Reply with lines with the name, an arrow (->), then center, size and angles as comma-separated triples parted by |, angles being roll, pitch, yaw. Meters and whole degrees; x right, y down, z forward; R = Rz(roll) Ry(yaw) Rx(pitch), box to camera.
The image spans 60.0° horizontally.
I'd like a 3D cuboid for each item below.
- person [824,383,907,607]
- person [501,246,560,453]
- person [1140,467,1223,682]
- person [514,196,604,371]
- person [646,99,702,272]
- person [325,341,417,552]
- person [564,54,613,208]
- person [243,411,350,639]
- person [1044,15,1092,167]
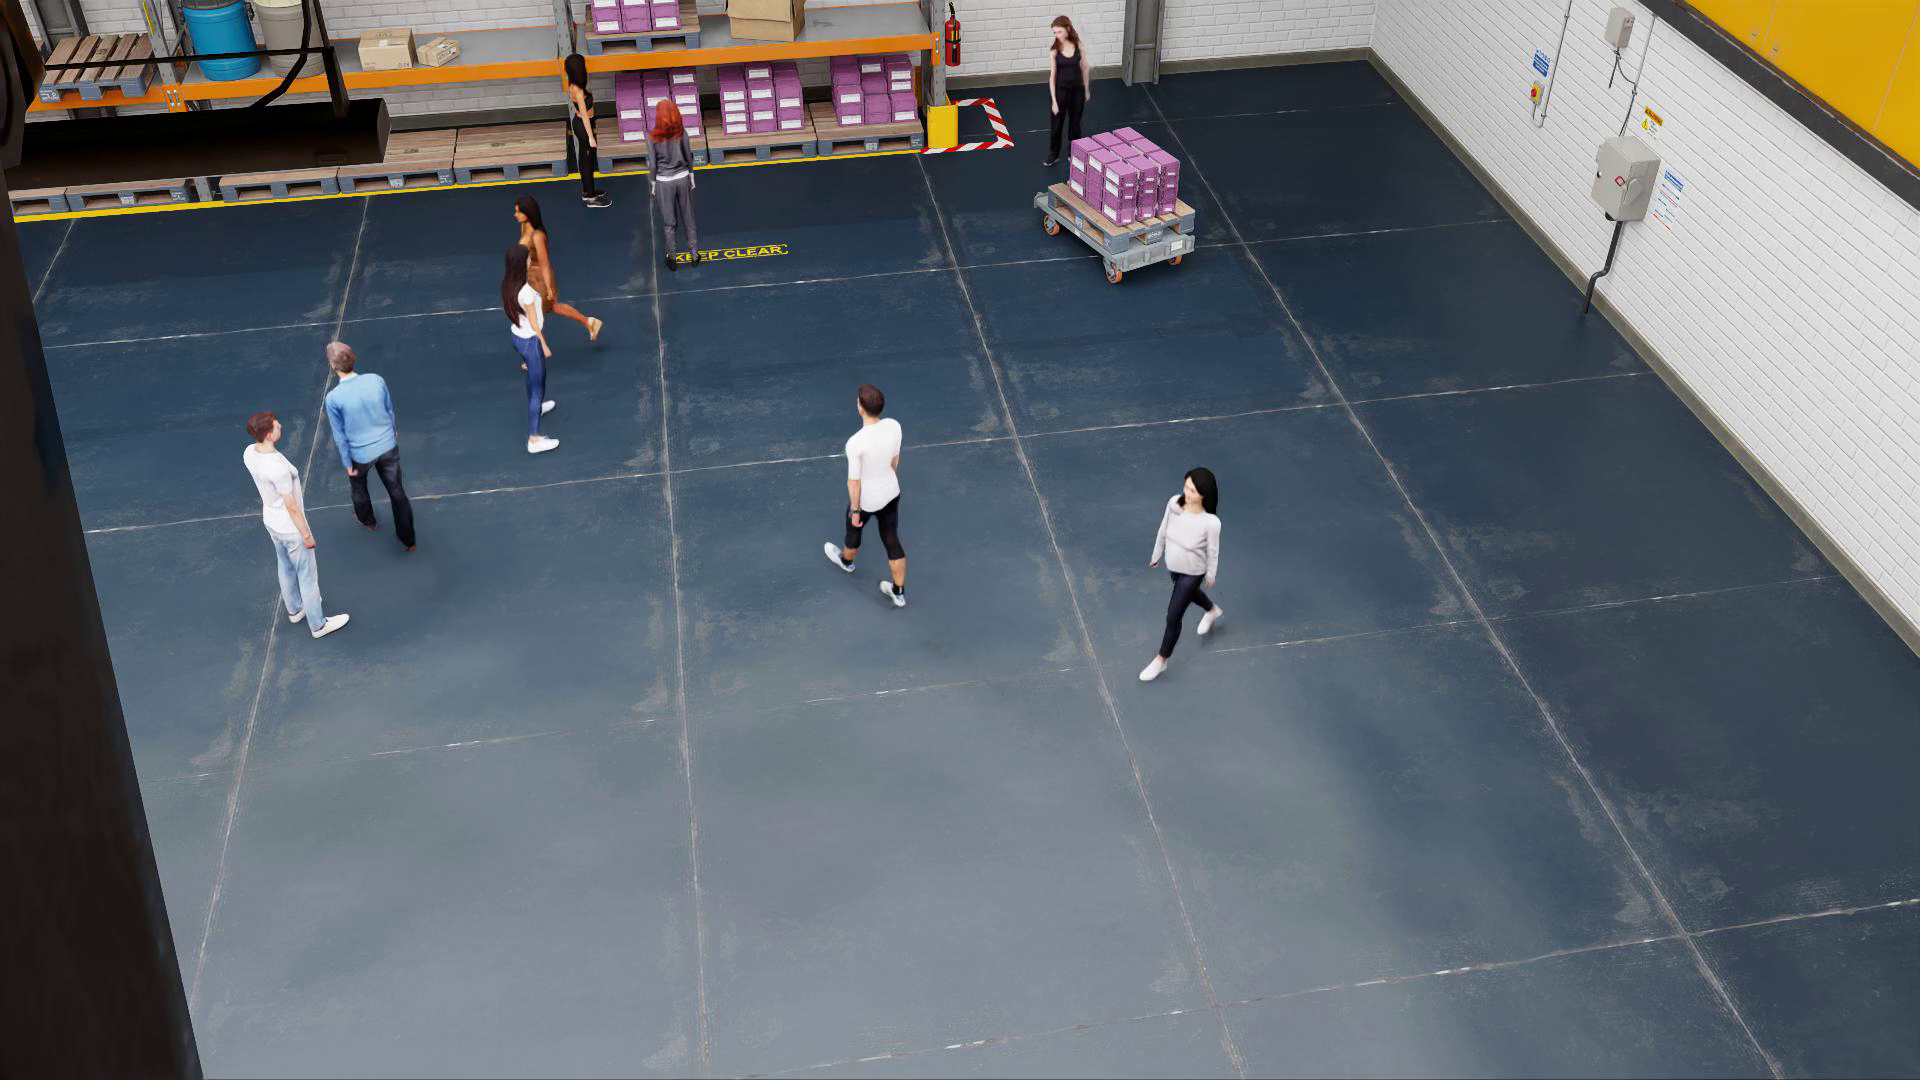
person -> -0.563, -0.278, 12.201 | 1.149, 1.821, 1.084 | -27, 46, -30
person -> -3.642, -1.647, 13.978 | 0.898, 1.742, 0.948 | -22, 44, -25
person -> 1.662, 0.160, 11.780 | 1.215, 1.662, 1.002 | -28, 47, -31
person -> -3.670, -2.312, 14.874 | 1.112, 1.664, 0.801 | -19, 42, -22
person -> -2.798, -3.465, 16.227 | 0.494, 1.776, 0.662 | -11, 40, -14
person -> -4.461, -0.669, 12.720 | 1.016, 1.783, 0.995 | -24, 45, -27
person -> -3.932, -4.283, 17.359 | 0.553, 1.643, 0.593 | -15, 41, -18
person -> -4.854, -0.112, 11.970 | 0.721, 1.849, 0.758 | 28, 46, 31
person -> 1.219, -4.891, 18.055 | 0.523, 1.723, 0.826 | -21, 43, -25
